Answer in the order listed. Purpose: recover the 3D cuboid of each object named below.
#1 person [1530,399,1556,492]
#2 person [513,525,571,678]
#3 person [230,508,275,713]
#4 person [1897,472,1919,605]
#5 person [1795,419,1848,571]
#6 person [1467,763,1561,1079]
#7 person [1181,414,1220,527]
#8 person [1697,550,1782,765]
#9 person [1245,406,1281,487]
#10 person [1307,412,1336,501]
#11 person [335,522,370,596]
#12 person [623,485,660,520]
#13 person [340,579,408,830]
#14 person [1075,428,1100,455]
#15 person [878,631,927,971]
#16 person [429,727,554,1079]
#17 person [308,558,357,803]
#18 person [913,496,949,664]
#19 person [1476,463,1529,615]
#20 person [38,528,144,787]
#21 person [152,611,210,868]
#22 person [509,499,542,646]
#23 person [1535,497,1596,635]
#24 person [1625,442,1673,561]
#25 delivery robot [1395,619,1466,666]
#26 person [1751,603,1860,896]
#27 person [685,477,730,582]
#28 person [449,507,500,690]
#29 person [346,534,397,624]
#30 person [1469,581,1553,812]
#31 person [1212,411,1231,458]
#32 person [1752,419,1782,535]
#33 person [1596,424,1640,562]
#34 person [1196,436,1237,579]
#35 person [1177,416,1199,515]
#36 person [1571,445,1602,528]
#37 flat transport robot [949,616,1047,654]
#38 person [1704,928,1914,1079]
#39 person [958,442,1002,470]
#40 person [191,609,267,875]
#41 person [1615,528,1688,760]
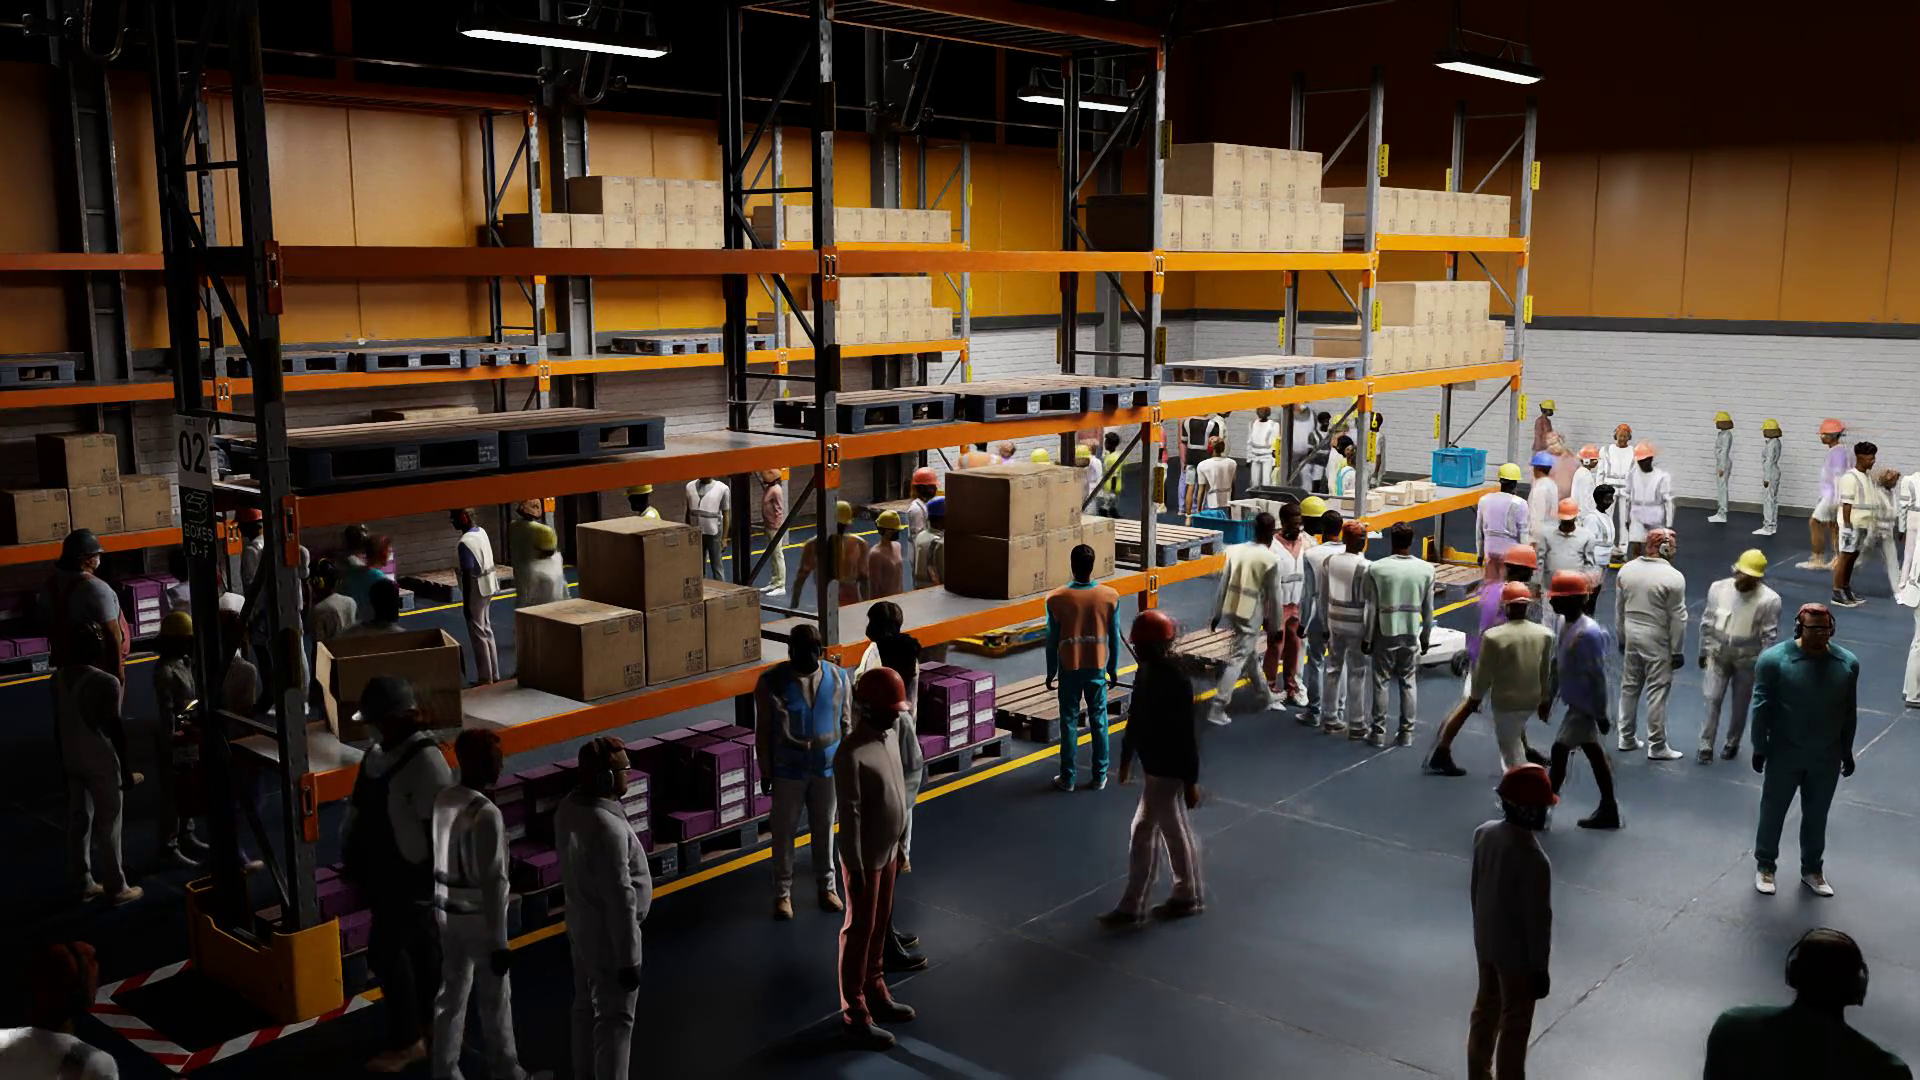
[{"bbox_3d":[9.873,-1.507,28.138,0.341,1.758,0.530,8,13,40],"label":"person"},{"bbox_3d":[-3.842,0.681,15.185,0.603,1.717,0.573,3,10,16],"label":"person"},{"bbox_3d":[-6.334,0.605,15.020,0.387,1.929,0.544,0,10,2],"label":"person"},{"bbox_3d":[11.389,-0.158,19.613,0.585,1.918,0.409,5,11,27],"label":"person"},{"bbox_3d":[11.318,-0.579,21.813,0.771,2.012,0.647,4,10,24],"label":"person"},{"bbox_3d":[2.608,1.897,7.810,0.337,1.752,0.564,-2,10,-11],"label":"person"},{"bbox_3d":[3.687,-1.193,25.458,0.611,2.030,0.410,5,11,27],"label":"person"},{"bbox_3d":[6.238,0.946,13.388,0.619,1.787,0.746,7,12,37],"label":"person"},{"bbox_3d":[4.787,-1.260,26.314,0.372,1.870,0.596,-9,13,-43],"label":"person"},{"bbox_3d":[5.814,-1.214,26.594,0.559,1.677,0.472,-2,10,-13],"label":"person"},{"bbox_3d":[-5.249,0.760,14.407,0.420,1.817,0.541,-6,11,-30],"label":"person"},{"bbox_3d":[-3.182,0.308,16.828,0.396,1.919,0.581,-2,10,-11],"label":"person"},{"bbox_3d":[-3.979,1.222,11.399,0.595,1.906,0.495,3,10,18],"label":"person"},{"bbox_3d":[2.282,-1.765,29.650,0.407,1.752,0.550,-9,13,-43],"label":"person"},{"bbox_3d":[-0.390,1.490,9.629,0.377,1.959,0.603,-1,10,-8],"label":"person"},{"bbox_3d":[-2.314,1.814,7.978,0.590,1.883,0.434,9,13,44],"label":"person"},{"bbox_3d":[-4.724,1.053,12.542,0.327,1.862,0.509,3,10,16],"label":"person"},{"bbox_3d":[-0.209,0.562,15.213,0.401,1.943,0.615,-5,11,-27],"label":"person"},{"bbox_3d":[5.826,0.132,17.838,0.383,1.924,0.594,-8,13,-41],"label":"person"},{"bbox_3d":[-6.691,0.910,12.853,0.682,2.000,0.537,4,10,20],"label":"person"},{"bbox_3d":[-5.250,1.336,11.235,0.348,1.735,0.493,-1,10,-5],"label":"person"},{"bbox_3d":[-4.528,0.337,17.525,0.504,1.623,0.287,5,11,25],"label":"person"},{"bbox_3d":[6.010,0.435,16.570,0.561,1.742,0.337,5,11,28],"label":"person"},{"bbox_3d":[8.523,-0.287,20.529,0.596,1.880,1.023,7,12,36],"label":"person"},{"bbox_3d":[4.616,1.021,16.318,0.707,0.478,0.477,-5,10,-29],"label":"delivery robot"},{"bbox_3d":[5.423,1.341,10.678,0.652,1.906,0.409,1,10,5],"label":"person"},{"bbox_3d":[-2.905,-0.047,19.148,0.566,1.846,0.389,4,10,22],"label":"person"},{"bbox_3d":[-4.589,0.536,15.740,0.417,1.828,0.562,0,10,0],"label":"person"},{"bbox_3d":[-4.833,0.854,13.862,0.804,1.807,0.594,-8,13,-41],"label":"person"},{"bbox_3d":[4.065,1.164,12.270,0.552,1.725,0.472,-3,10,-19],"label":"person"},{"bbox_3d":[4.037,-1.234,25.826,0.407,1.986,0.616,0,10,2],"label":"person"},{"bbox_3d":[12.064,-0.941,24.825,0.321,1.737,0.483,7,12,36],"label":"person"},{"bbox_3d":[8.929,-0.637,22.560,0.576,1.883,0.355,3,10,18],"label":"person"},{"bbox_3d":[3.278,-0.411,21.316,0.565,1.846,0.390,-5,11,-25],"label":"person"},{"bbox_3d":[3.700,-1.361,26.546,0.382,1.994,0.613,-5,11,-27],"label":"person"},{"bbox_3d":[7.953,-0.339,21.163,0.341,1.749,0.572,2,10,14],"label":"person"},{"bbox_3d":[0.588,0.960,17.827,0.652,0.197,1.431,9,13,42],"label":"flat transport robot"},{"bbox_3d":[2.744,2.216,5.448,0.449,1.916,0.659,-8,13,-41],"label":"person"},{"bbox_3d":[0.281,-0.535,21.991,0.599,1.863,1.020,2,10,10],"label":"person"},{"bbox_3d":[-4.772,1.366,10.783,0.507,1.827,0.507,3,10,18],"label":"person"},{"bbox_3d":[5.694,0.845,13.668,0.401,1.901,0.642,-5,11,-26],"label":"person"}]
